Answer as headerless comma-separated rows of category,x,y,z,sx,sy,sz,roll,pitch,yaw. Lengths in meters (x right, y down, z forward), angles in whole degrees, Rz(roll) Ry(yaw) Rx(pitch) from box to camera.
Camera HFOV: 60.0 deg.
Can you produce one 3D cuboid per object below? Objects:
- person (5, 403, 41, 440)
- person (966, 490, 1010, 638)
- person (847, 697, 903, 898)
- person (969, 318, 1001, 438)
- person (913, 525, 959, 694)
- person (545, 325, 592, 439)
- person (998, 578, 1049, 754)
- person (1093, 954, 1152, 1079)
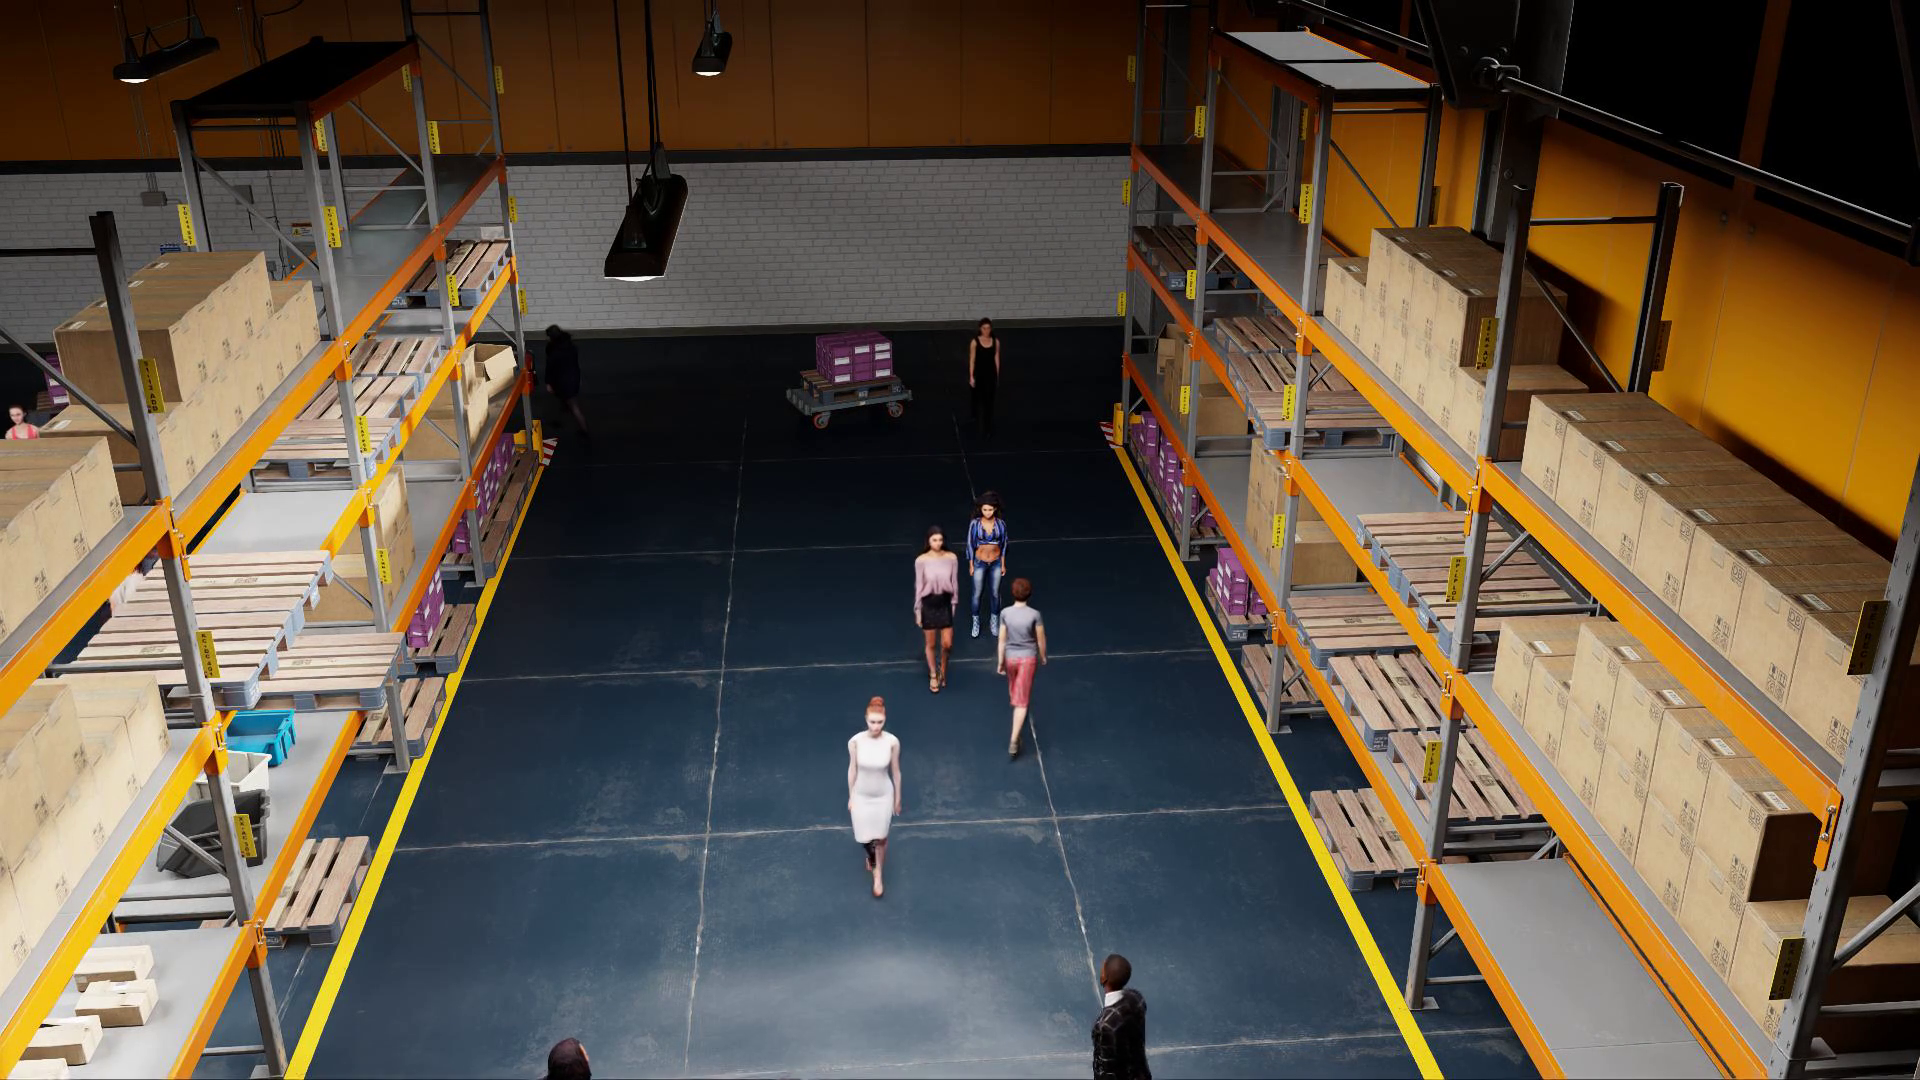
person,-10.978,-0.818,19.715,0.710,1.735,0.819,-9,25,-20
person,0.288,0.257,17.406,0.595,1.616,0.538,-1,24,-3
person,-0.677,2.015,13.178,0.601,1.780,0.705,0,24,-1
person,0.319,-2.298,23.176,0.649,1.675,0.927,-4,24,-10
person,-0.271,0.659,16.256,0.648,1.800,0.626,-5,24,-10
person,-5.360,-2.135,22.876,1.094,1.616,1.104,15,28,30
person,0.550,1.181,15.303,0.895,1.607,1.220,7,25,16
person,1.031,3.385,10.047,0.984,1.778,0.920,16,28,32
